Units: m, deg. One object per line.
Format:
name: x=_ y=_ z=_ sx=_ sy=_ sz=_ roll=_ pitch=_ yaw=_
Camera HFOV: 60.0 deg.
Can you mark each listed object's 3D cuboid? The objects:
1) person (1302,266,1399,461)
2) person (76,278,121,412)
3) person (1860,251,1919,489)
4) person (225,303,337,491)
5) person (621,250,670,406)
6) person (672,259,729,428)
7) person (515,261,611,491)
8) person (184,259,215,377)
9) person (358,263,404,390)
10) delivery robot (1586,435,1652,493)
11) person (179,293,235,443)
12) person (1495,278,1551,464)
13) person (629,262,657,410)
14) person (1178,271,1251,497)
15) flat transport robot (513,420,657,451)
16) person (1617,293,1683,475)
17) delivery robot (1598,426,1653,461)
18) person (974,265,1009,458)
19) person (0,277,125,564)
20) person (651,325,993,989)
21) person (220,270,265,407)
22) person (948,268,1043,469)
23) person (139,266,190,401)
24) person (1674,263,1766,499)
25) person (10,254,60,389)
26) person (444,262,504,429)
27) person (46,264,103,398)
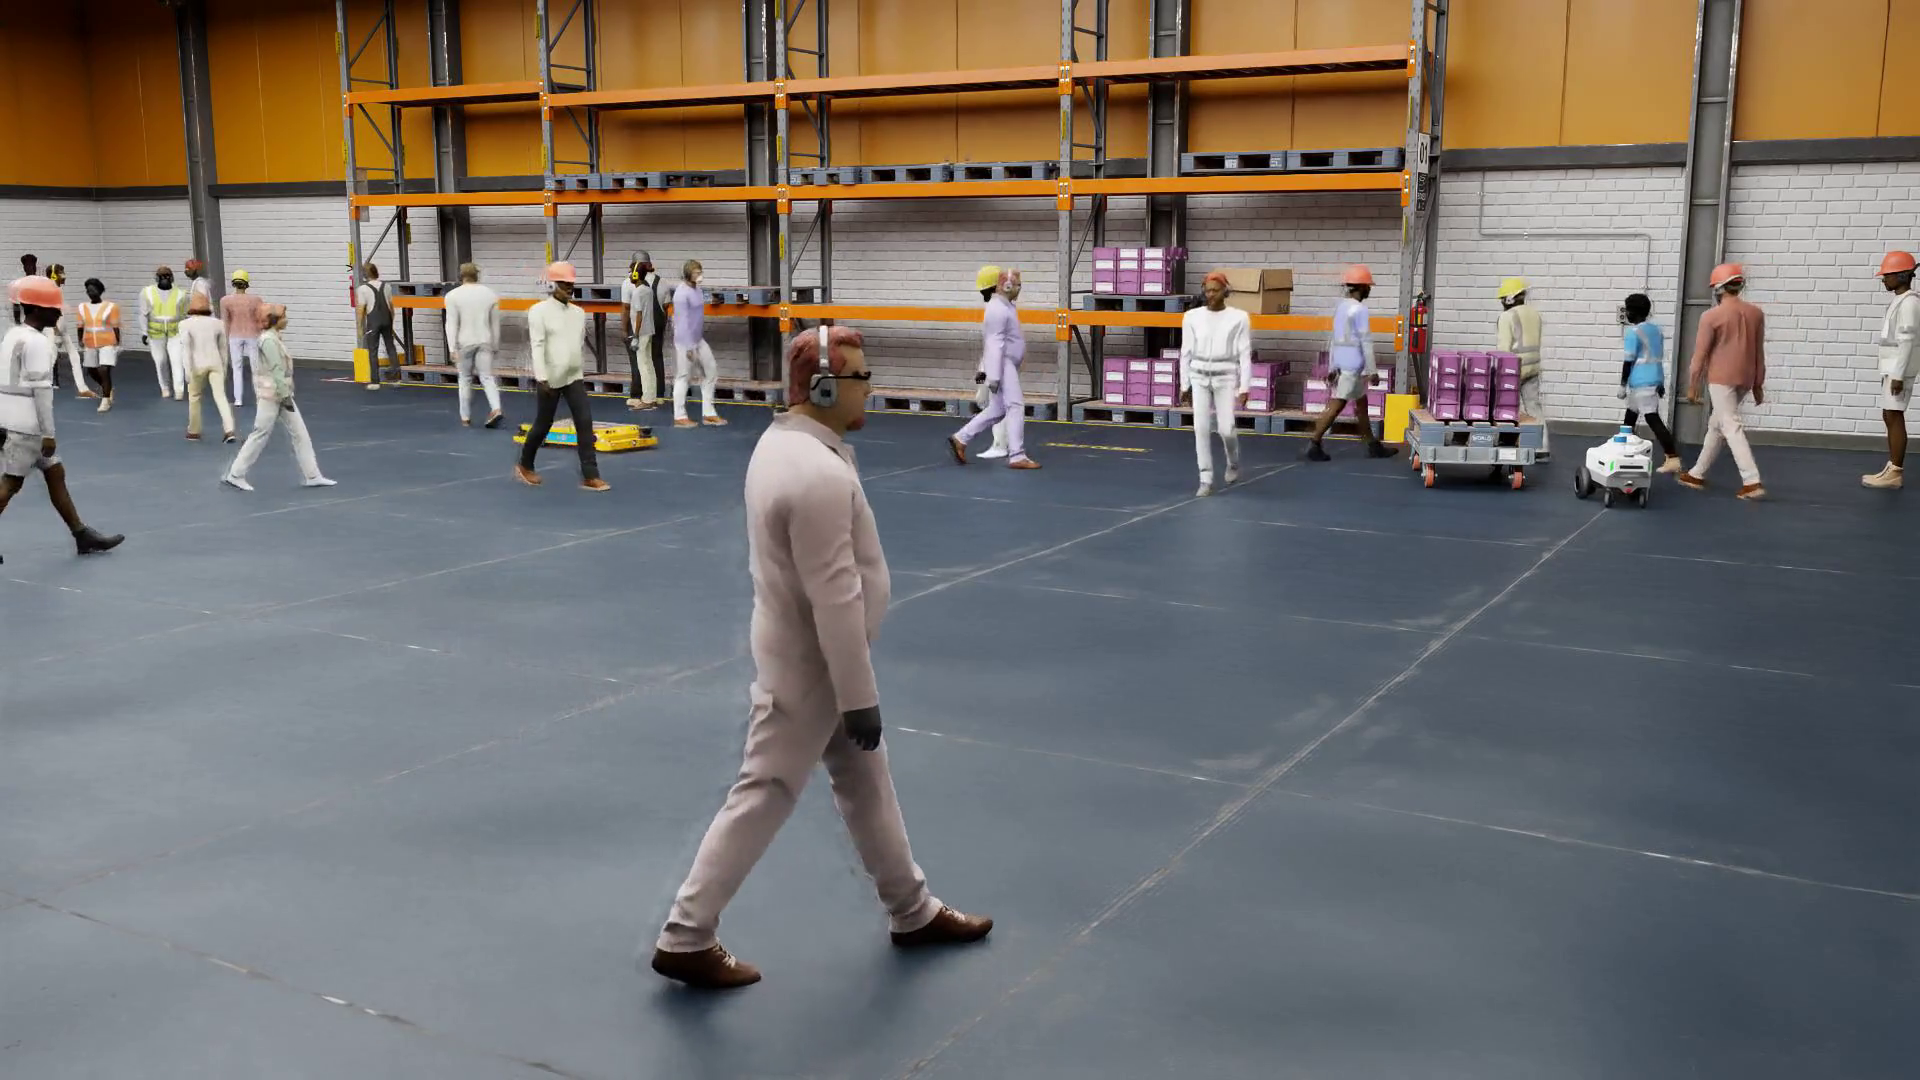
person: x=3.767 y=-1.694 z=16.052 sx=1.030 sy=1.893 sz=0.559 roll=-2 pitch=10 yaw=-10
person: x=-10.832 y=-2.466 z=20.985 sx=0.535 sy=1.678 sz=0.603 roll=-1 pitch=10 yaw=-4
person: x=8.008 y=-1.454 z=14.283 sx=0.409 sy=2.030 sz=0.610 roll=4 pitch=11 yaw=20
person: x=-5.840 y=-1.212 z=14.114 sx=0.858 sy=1.596 sz=0.513 roll=-2 pitch=10 yaw=-10
person: x=-4.156 y=-2.784 z=21.759 sx=0.681 sy=2.000 sz=0.535 roll=-9 pitch=14 yaw=-42
person: x=-2.952 y=-2.217 z=18.910 sx=0.768 sy=1.910 sz=0.647 roll=3 pitch=10 yaw=14
person: x=-3.449 y=-1.400 z=14.185 sx=0.989 sy=1.956 sz=0.612 roll=8 pitch=13 yaw=40
person: x=-11.965 y=-3.490 z=26.247 sx=0.411 sy=1.865 sz=0.623 roll=-5 pitch=11 yaw=-28
person: x=-8.377 y=-3.073 z=24.009 sx=0.631 sy=1.822 sz=0.487 roll=-9 pitch=13 yaw=-40
delivery robot: x=5.276 y=-0.599 z=13.329 sx=0.477 sy=0.478 sz=0.707 roll=1 pitch=10 yaw=5
person: x=-7.957 y=-1.813 z=17.565 sx=0.877 sy=1.584 sz=0.507 roll=9 pitch=14 yaw=43
person: x=5.359 y=-1.618 z=15.959 sx=0.606 sy=1.769 sz=0.912 roll=-6 pitch=11 yaw=-29
person: x=-4.034 y=-2.573 z=21.047 sx=0.328 sy=1.874 sz=0.517 roll=2 pitch=10 yaw=11
person: x=2.133 y=-1.305 z=13.877 sx=0.582 sy=1.866 sz=0.561 roll=4 pitch=11 yaw=21
flat transport robot: x=-3.890 y=-1.095 z=17.206 sx=1.431 sy=0.197 sz=0.652 roll=7 pitch=12 yaw=33
person: x=6.280 y=-1.429 z=15.222 sx=0.888 sy=1.643 sz=0.538 roll=10 pitch=14 yaw=44
delivery robot: x=5.591 y=-0.716 z=13.988 sx=0.477 sy=0.478 sz=0.707 roll=6 pitch=12 yaw=32
person: x=0.316 y=-1.712 z=16.145 sx=0.464 sy=1.885 sz=0.634 roll=-1 pitch=10 yaw=-7
person: x=-6.107 y=-0.766 z=10.847 sx=1.006 sy=1.872 sz=0.605 roll=-9 pitch=13 yaw=-41
person: x=-0.416 y=0.332 z=4.658 sx=1.006 sy=1.859 sz=0.669 roll=-2 pitch=10 yaw=-11
person: x=-9.266 y=-2.607 z=21.533 sx=0.535 sy=1.767 sz=0.315 roll=-4 pitch=11 yaw=-21
person: x=0.329 y=-1.587 z=15.459 sx=0.812 sy=1.871 sz=0.647 roll=0 pitch=10 yaw=1
person: x=-10.747 y=-2.799 z=22.528 sx=0.626 sy=1.809 sz=0.903 roll=-4 pitch=11 yaw=-23
person: x=6.376 y=-1.319 z=13.798 sx=0.623 sy=1.931 sz=1.068 roll=-4 pitch=11 yaw=-20
person: x=-13.388 y=-3.157 z=24.101 sx=0.601 sy=1.958 sz=0.388 roll=-8 pitch=13 yaw=-39
person: x=-5.503 y=-2.205 z=18.916 sx=0.658 sy=1.909 sz=0.868 roll=-7 pitch=12 yaw=-33
person: x=-12.270 y=-2.820 z=22.544 sx=0.951 sy=1.834 sz=0.520 roll=-2 pitch=10 yaw=-11
